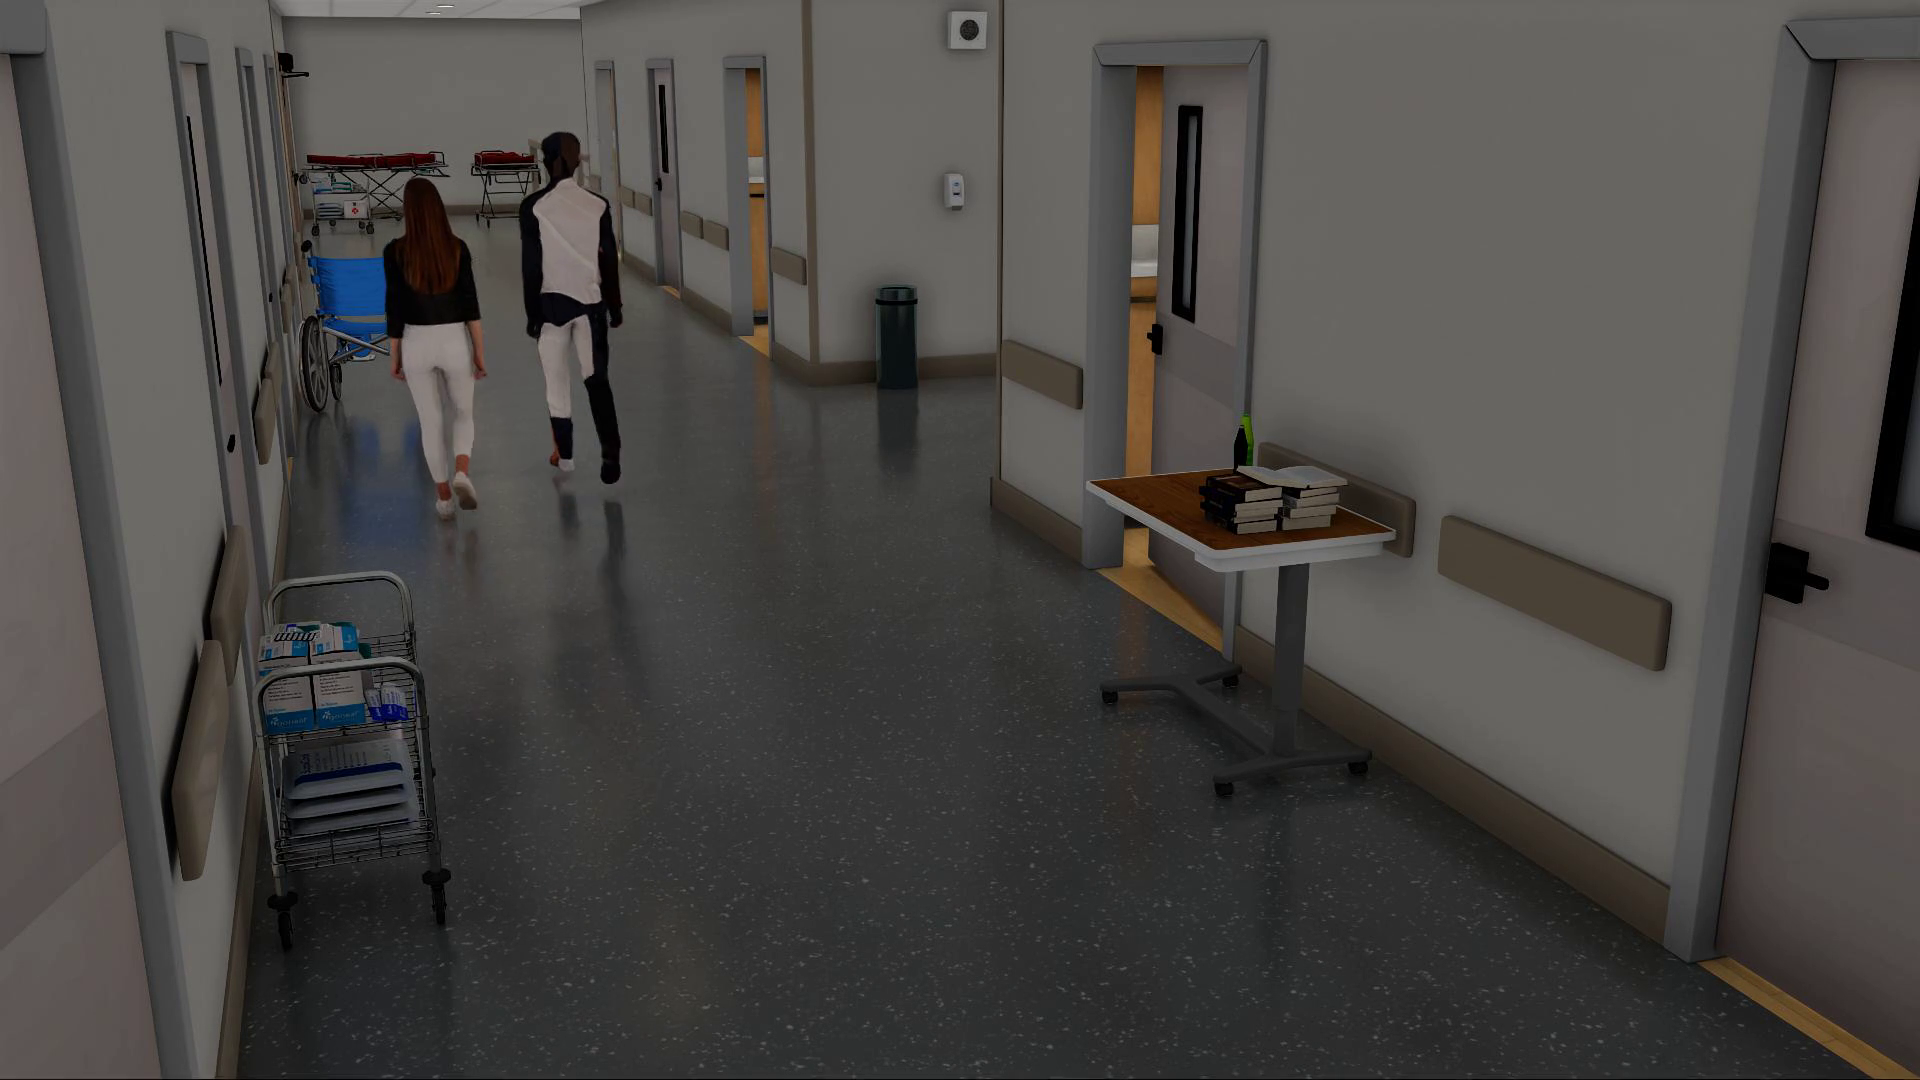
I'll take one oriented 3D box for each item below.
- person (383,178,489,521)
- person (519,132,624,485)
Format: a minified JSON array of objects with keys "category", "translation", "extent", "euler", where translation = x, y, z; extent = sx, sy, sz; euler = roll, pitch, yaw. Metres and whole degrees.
[{"category":"person","translation":[-2.578,-0.915,8.211],"extent":[0.602,1.695,0.694],"euler":[-5,17,-18]},{"category":"person","translation":[-2.067,-1.210,8.946],"extent":[0.758,1.863,1.181],"euler":[-7,17,-23]}]
